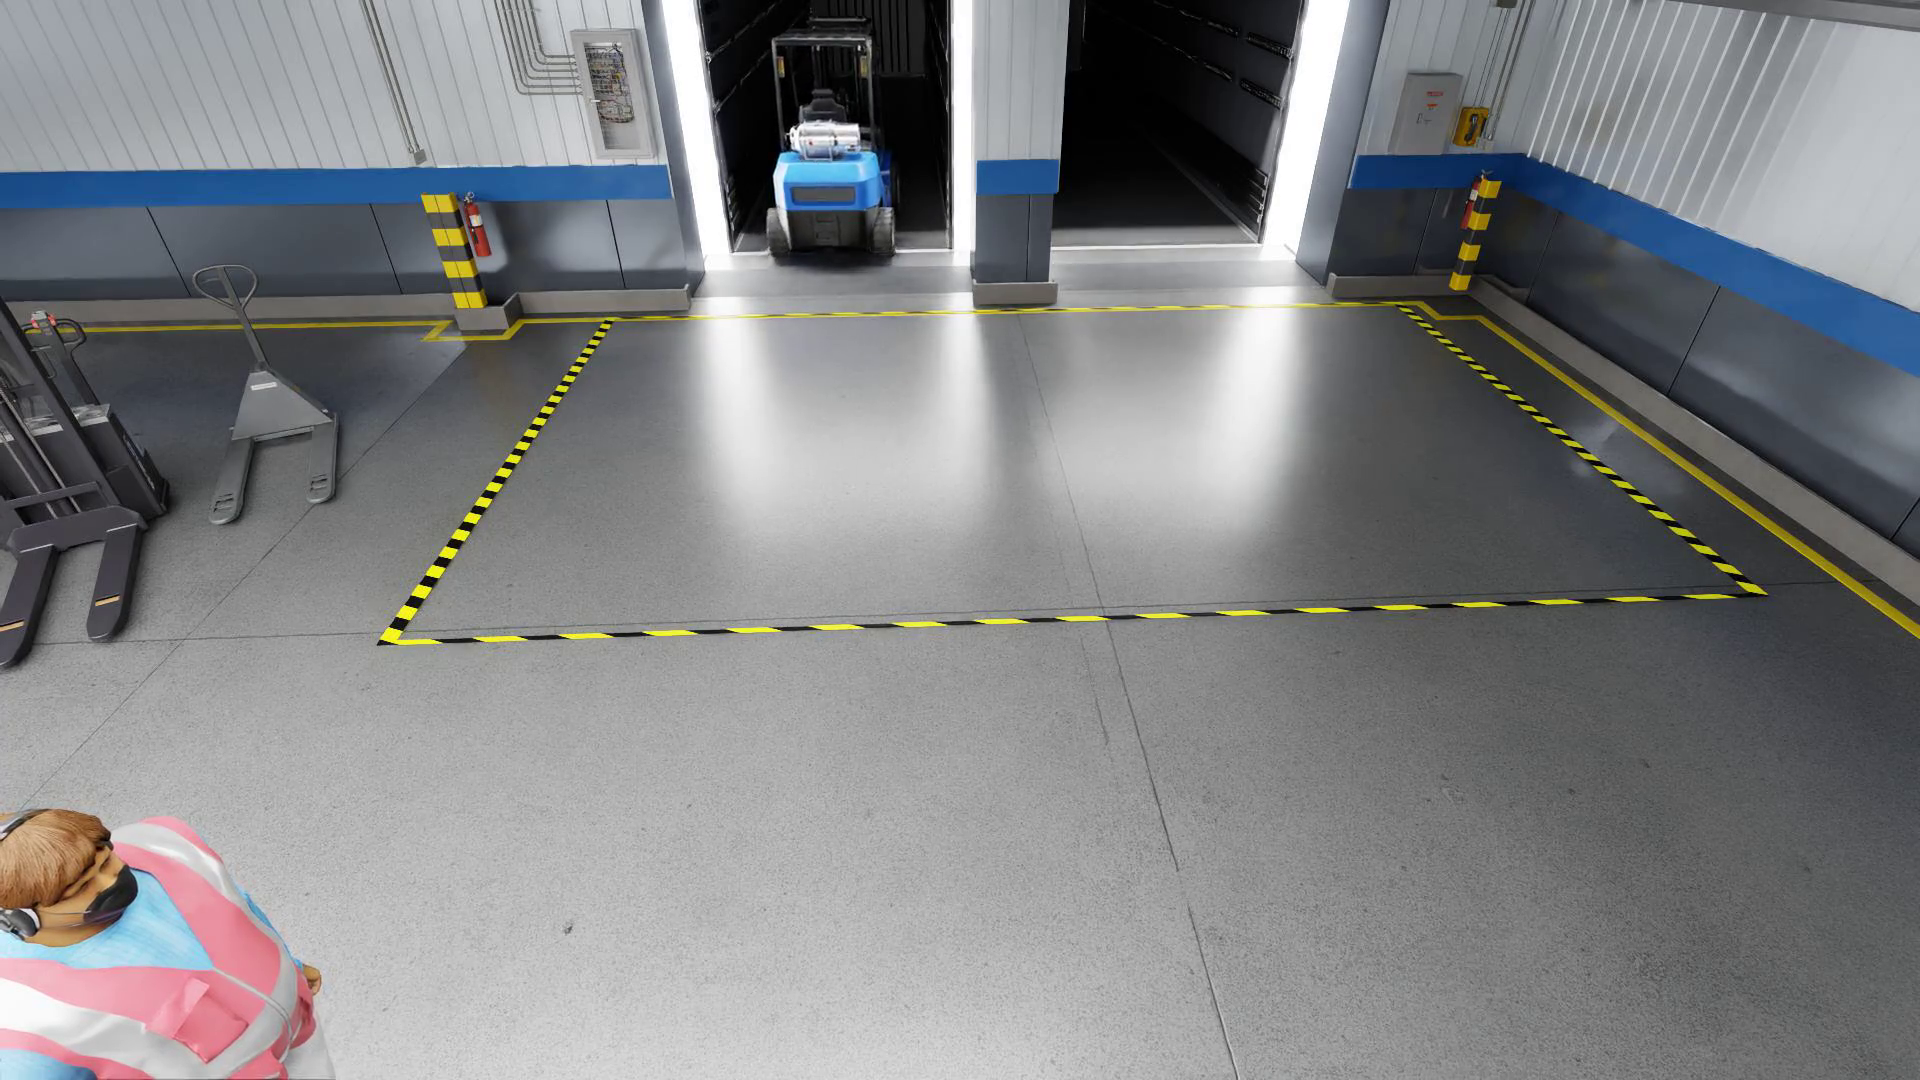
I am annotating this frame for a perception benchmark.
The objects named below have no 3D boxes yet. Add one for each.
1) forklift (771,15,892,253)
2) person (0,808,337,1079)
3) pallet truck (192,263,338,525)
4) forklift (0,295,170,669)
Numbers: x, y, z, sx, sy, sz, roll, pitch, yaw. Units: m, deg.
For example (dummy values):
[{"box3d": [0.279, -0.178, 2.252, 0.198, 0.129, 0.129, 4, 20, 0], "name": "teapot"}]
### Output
[{"box3d": [-1.413, -4.625, 10.307, 1.157, 2.036, 2.680, 0, 35, 0], "name": "forklift"}, {"box3d": [-1.805, 1.295, 2.263, 0.429, 1.842, 0.632, -2, 35, -3], "name": "person"}, {"box3d": [-4.778, -1.027, 6.128, 0.680, 1.201, 1.601, -17, 38, -23], "name": "pallet truck"}, {"box3d": [-5.212, -0.618, 4.878, 0.823, 1.965, 1.885, -20, 39, -26], "name": "forklift"}]
